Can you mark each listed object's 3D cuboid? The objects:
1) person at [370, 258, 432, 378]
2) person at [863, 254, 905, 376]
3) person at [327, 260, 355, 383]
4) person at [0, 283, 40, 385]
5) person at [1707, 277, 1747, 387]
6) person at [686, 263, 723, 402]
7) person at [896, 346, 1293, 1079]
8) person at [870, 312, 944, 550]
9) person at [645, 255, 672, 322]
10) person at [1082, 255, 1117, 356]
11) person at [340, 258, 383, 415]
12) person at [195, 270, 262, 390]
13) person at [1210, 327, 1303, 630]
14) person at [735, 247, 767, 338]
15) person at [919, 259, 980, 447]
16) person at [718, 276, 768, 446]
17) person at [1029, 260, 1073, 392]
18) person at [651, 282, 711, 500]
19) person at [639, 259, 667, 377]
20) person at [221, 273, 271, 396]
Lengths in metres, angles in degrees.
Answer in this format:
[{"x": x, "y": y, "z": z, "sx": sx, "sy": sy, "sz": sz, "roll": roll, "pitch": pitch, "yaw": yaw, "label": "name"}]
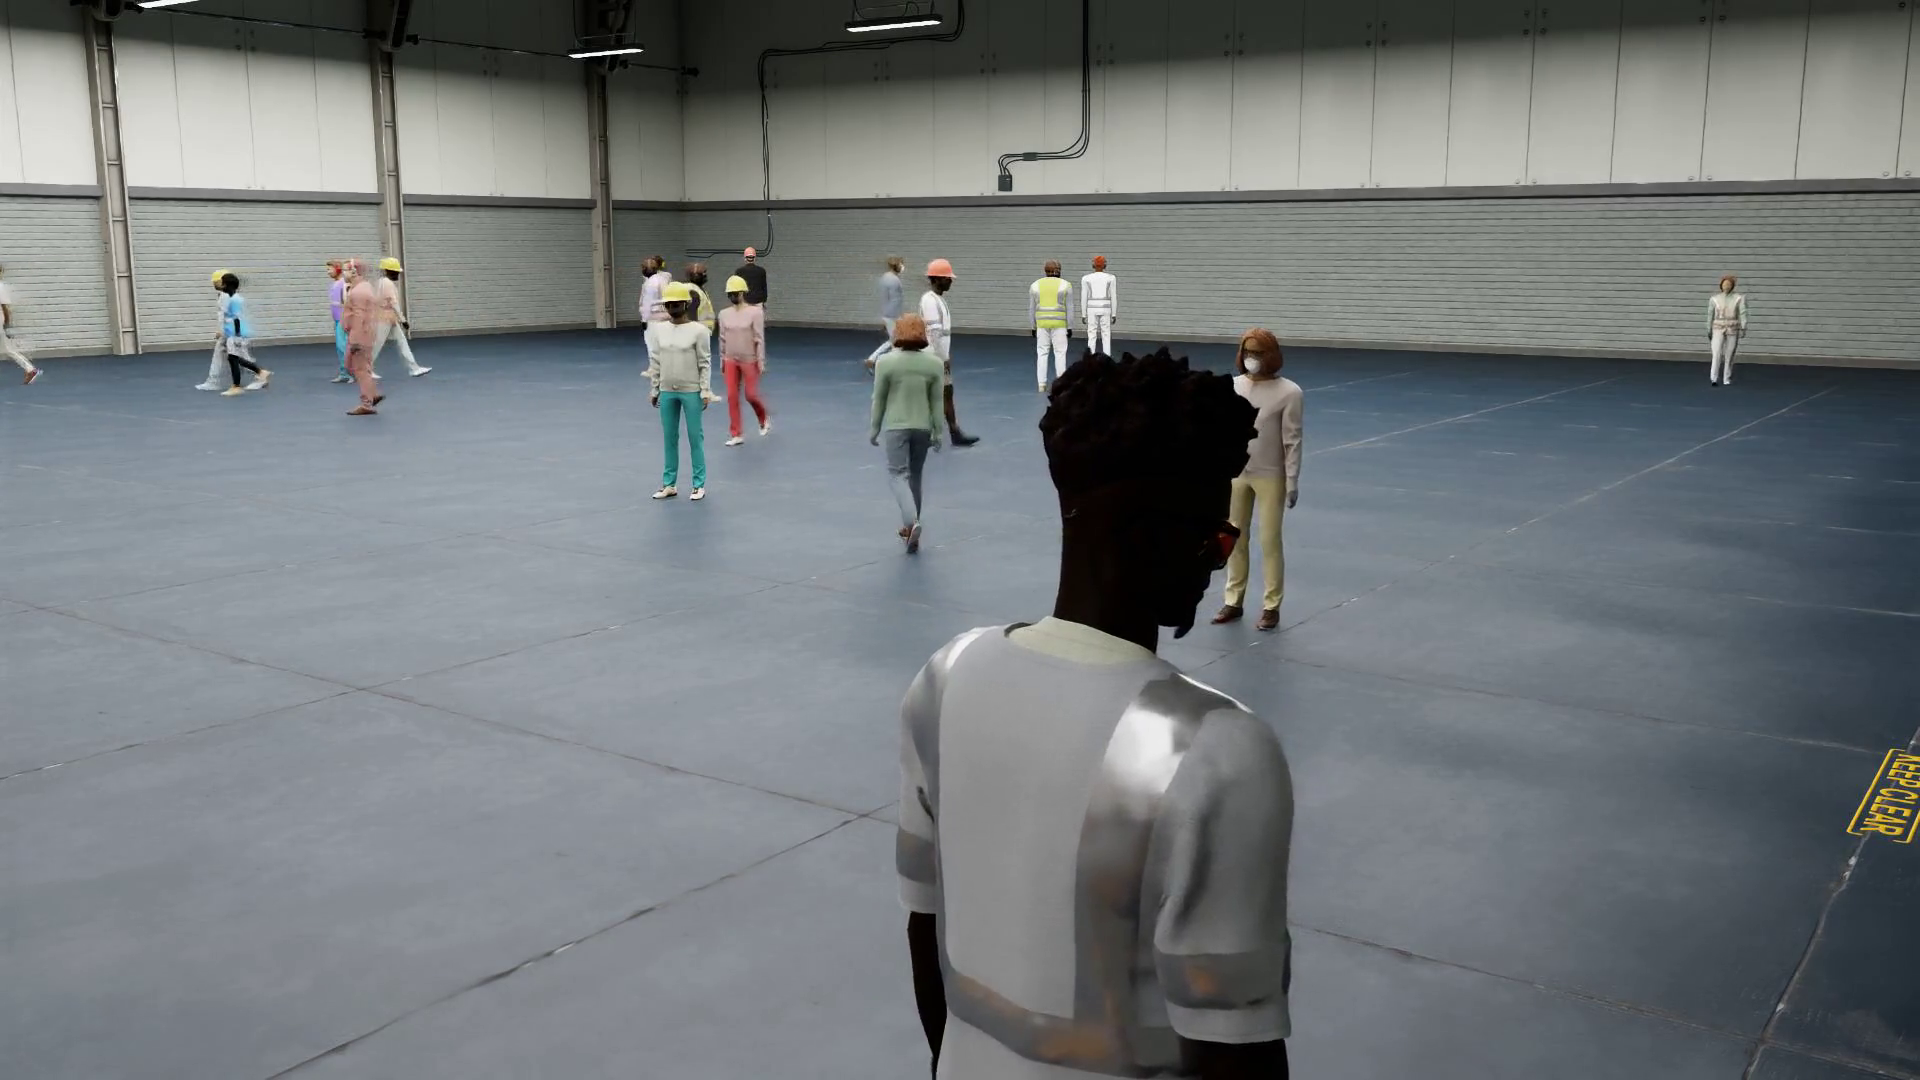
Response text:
[{"x": -8.767, "y": -3.406, "z": 25.609, "sx": 1.067, "sy": 1.856, "sz": 0.587, "roll": -3, "pitch": 11, "yaw": -16, "label": "person"}, {"x": -1.072, "y": -3.344, "z": 25.065, "sx": 0.637, "sy": 1.918, "sz": 0.634, "roll": -2, "pitch": 10, "yaw": -9, "label": "person"}, {"x": -9.176, "y": -3.242, "z": 24.740, "sx": 0.450, "sy": 1.830, "sz": 0.575, "roll": -7, "pitch": 12, "yaw": -33, "label": "person"}, {"x": -13.941, "y": -3.140, "z": 24.173, "sx": 0.911, "sy": 1.834, "sz": 0.519, "roll": -9, "pitch": 14, "yaw": -42, "label": "person"}, {"x": 11.174, "y": -3.036, "z": 24.261, "sx": 0.511, "sy": 1.588, "sz": 0.890, "roll": 4, "pitch": 11, "yaw": 23, "label": "person"}, {"x": -3.476, "y": -2.709, "z": 21.774, "sx": 0.636, "sy": 1.821, "sz": 0.638, "roll": 0, "pitch": 10, "yaw": -1, "label": "person"}, {"x": 0.174, "y": 0.749, "z": 2.029, "sx": 0.390, "sy": 1.957, "sz": 0.608, "roll": -8, "pitch": 13, "yaw": -36, "label": "person"}, {"x": -0.336, "y": -0.749, "z": 11.380, "sx": 0.499, "sy": 1.609, "sz": 0.738, "roll": -4, "pitch": 11, "yaw": -21, "label": "person"}, {"x": -5.610, "y": -4.386, "z": 31.112, "sx": 0.504, "sy": 1.840, "sz": 0.796, "roll": -1, "pitch": 10, "yaw": -7, "label": "person"}, {"x": 2.254, "y": -3.667, "z": 26.974, "sx": 0.574, "sy": 1.882, "sz": 0.356, "roll": 1, "pitch": 10, "yaw": 5, "label": "person"}, {"x": -7.296, "y": -2.450, "z": 20.116, "sx": 0.430, "sy": 1.891, "sz": 0.671, "roll": -3, "pitch": 11, "yaw": -18, "label": "person"}, {"x": -10.372, "y": -2.968, "z": 23.578, "sx": 0.890, "sy": 1.702, "sz": 0.499, "roll": -6, "pitch": 12, "yaw": -30, "label": "person"}, {"x": 1.599, "y": -0.333, "z": 9.000, "sx": 0.508, "sy": 1.631, "sz": 0.276, "roll": 8, "pitch": 13, "yaw": 37, "label": "person"}, {"x": -3.930, "y": -4.497, "z": 31.305, "sx": 0.612, "sy": 1.995, "sz": 0.378, "roll": -4, "pitch": 11, "yaw": -21, "label": "person"}, {"x": -0.175, "y": -1.885, "z": 16.940, "sx": 0.574, "sy": 1.934, "sz": 0.554, "roll": 3, "pitch": 10, "yaw": 14, "label": "person"}, {"x": -2.242, "y": -1.862, "z": 17.232, "sx": 0.534, "sy": 1.745, "sz": 0.583, "roll": 3, "pitch": 11, "yaw": 19, "label": "person"}, {"x": 1.282, "y": -2.972, "z": 23.205, "sx": 0.624, "sy": 1.841, "sz": 0.430, "roll": 3, "pitch": 11, "yaw": 19, "label": "person"}, {"x": -2.270, "y": -1.202, "z": 13.489, "sx": 0.523, "sy": 1.769, "sz": 0.314, "roll": 3, "pitch": 11, "yaw": 17, "label": "person"}, {"x": -4.775, "y": -3.442, "z": 25.843, "sx": 0.434, "sy": 1.831, "sz": 0.659, "roll": 1, "pitch": 10, "yaw": 6, "label": "person"}, {"x": -9.813, "y": -2.805, "z": 22.726, "sx": 0.590, "sy": 1.678, "sz": 0.538, "roll": -5, "pitch": 11, "yaw": -27, "label": "person"}]
